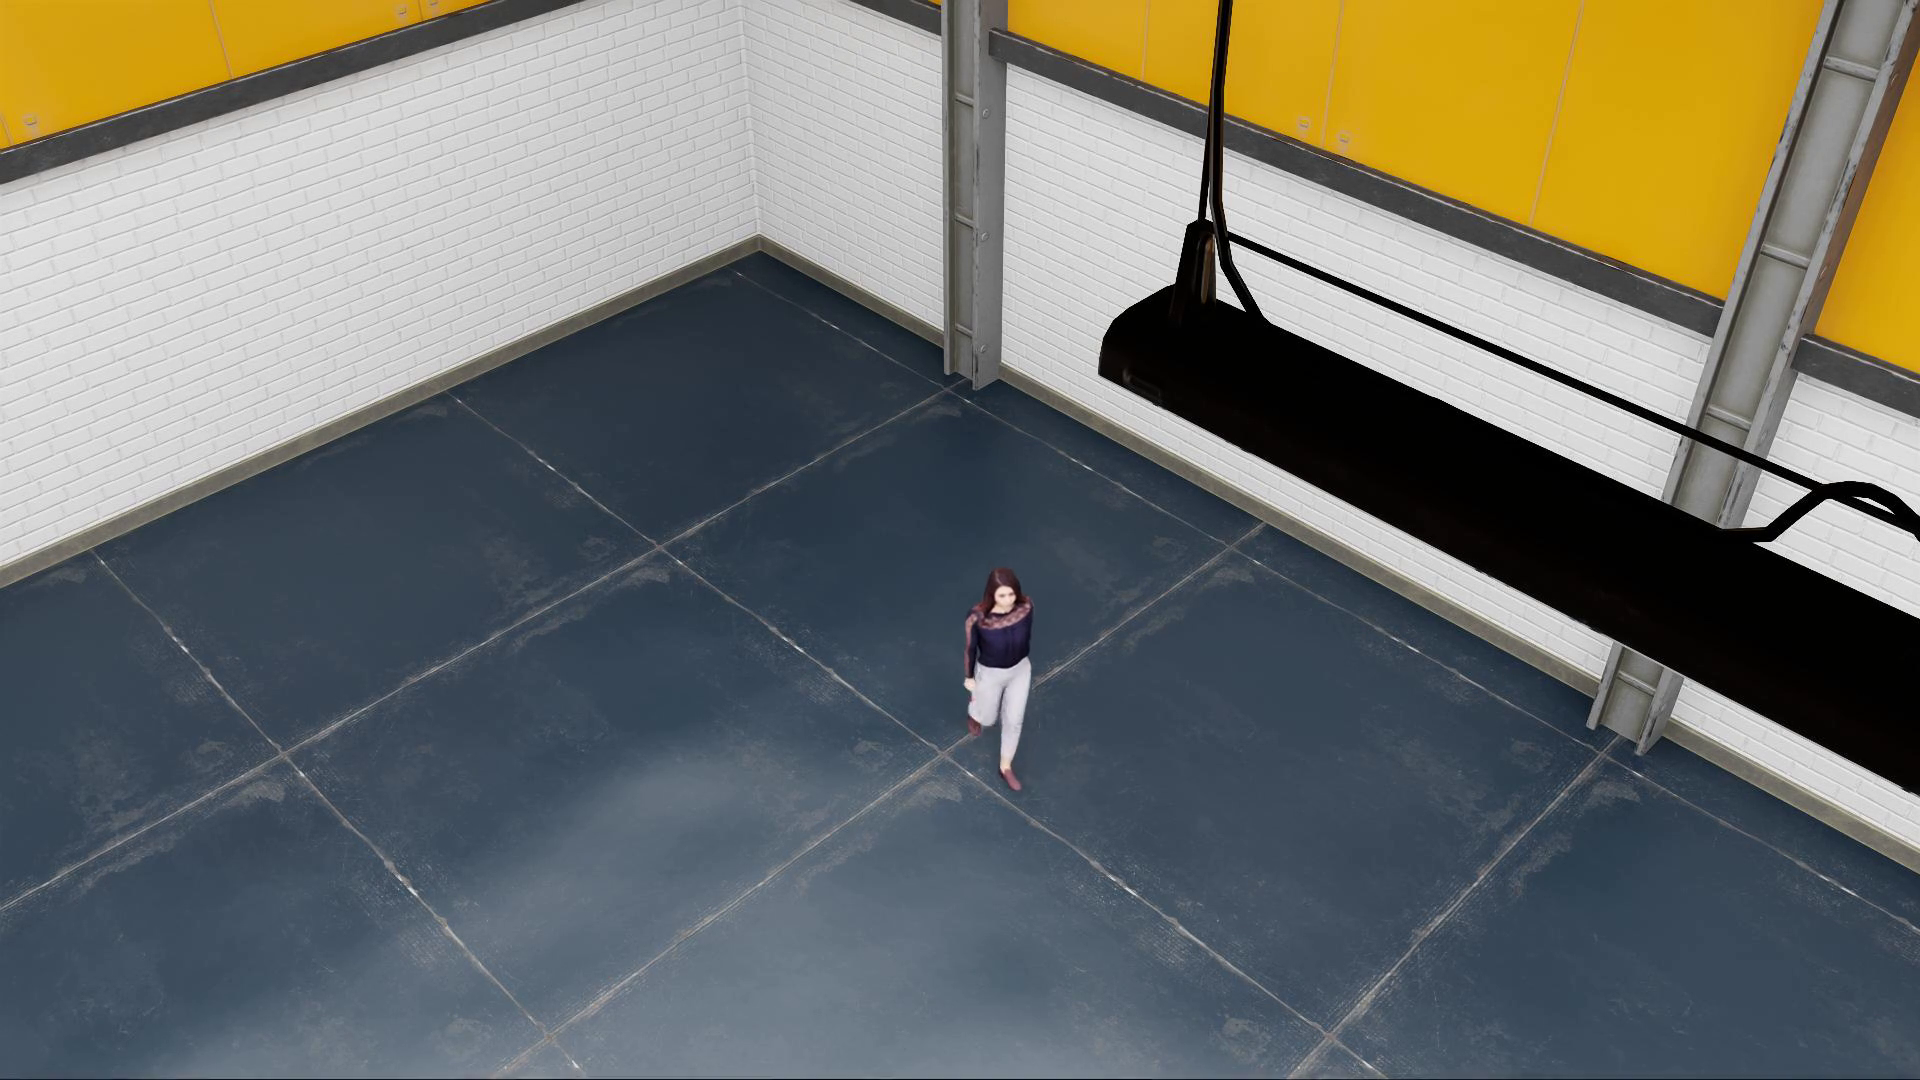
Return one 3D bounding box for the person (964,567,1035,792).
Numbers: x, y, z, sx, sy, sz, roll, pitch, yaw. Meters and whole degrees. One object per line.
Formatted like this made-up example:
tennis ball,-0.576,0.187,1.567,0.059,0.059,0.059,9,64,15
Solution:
person,0.229,0.786,10.156,0.815,1.591,0.988,-14,41,-17
